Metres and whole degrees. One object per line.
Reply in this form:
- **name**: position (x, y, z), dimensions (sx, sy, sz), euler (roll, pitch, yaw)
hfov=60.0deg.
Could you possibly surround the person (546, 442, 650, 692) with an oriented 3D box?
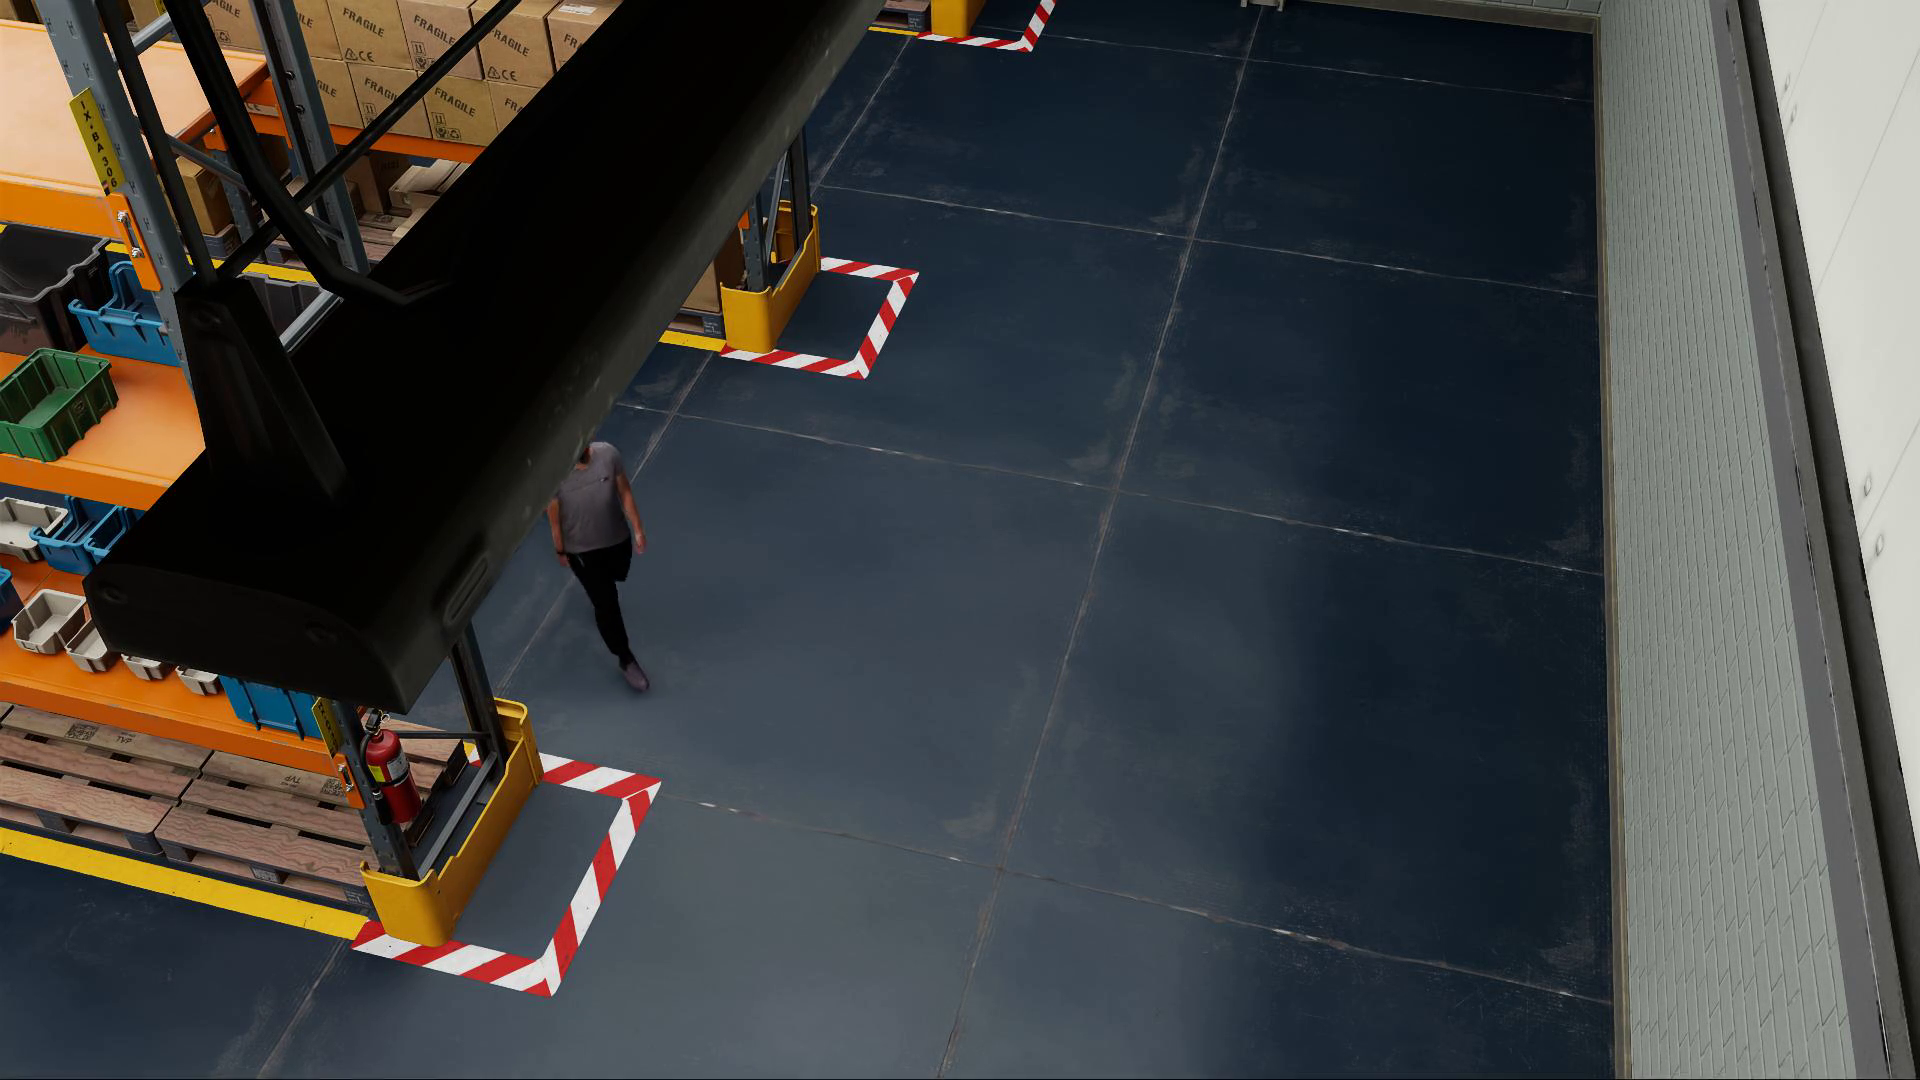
- **person**: position (-1.988, -0.043, 8.964), dimensions (1.068, 1.723, 1.205), euler (-28, 50, -27)
